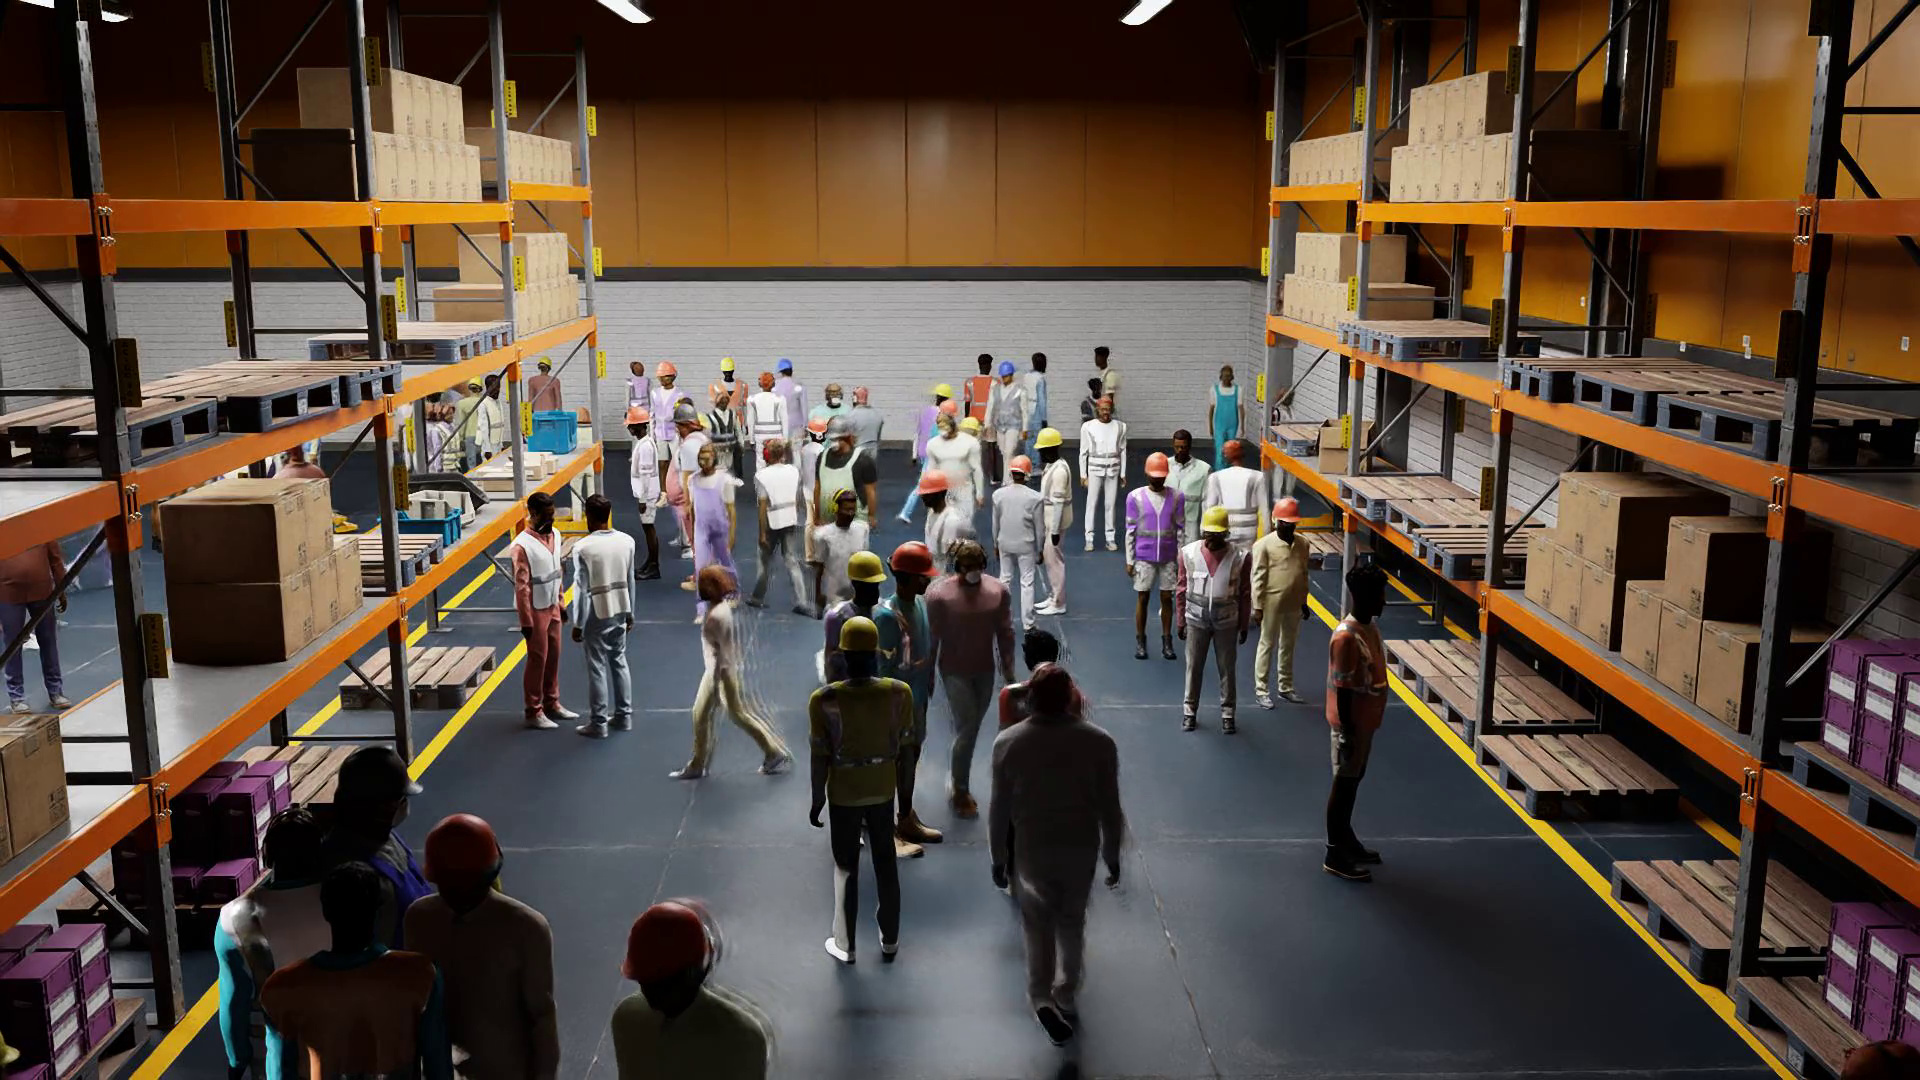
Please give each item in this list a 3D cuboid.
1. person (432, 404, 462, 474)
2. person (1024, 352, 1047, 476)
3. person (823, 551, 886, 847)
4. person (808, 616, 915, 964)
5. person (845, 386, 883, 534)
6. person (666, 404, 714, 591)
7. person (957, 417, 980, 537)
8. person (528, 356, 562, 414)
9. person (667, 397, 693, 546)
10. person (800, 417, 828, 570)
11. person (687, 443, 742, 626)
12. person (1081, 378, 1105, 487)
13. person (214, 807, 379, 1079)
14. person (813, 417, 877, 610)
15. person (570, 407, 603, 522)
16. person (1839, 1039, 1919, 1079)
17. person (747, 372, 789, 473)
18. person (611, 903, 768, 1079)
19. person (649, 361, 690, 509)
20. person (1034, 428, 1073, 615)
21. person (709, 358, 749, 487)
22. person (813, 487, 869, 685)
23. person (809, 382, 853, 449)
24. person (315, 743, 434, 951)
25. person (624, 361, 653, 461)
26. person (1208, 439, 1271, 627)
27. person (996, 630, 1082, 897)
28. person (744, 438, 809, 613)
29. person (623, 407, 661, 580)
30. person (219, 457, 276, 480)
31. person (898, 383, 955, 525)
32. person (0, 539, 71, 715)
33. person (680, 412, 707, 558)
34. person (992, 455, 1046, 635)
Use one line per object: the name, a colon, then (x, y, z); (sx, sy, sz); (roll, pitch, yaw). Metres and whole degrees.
person: (-6.555, -0.927, 21.290); (0.312, 1.639, 0.518); (3, 12, 15)
person: (1.163, -1.947, 25.714); (0.383, 1.916, 0.599); (-5, 12, -22)
person: (-0.622, 1.014, 10.830); (0.370, 1.928, 0.585); (10, 15, 42)
person: (-0.542, 1.361, 9.090); (0.594, 1.926, 0.366); (-4, 12, -19)
person: (-1.258, -0.997, 20.992); (0.402, 1.899, 0.665); (10, 15, 40)
person: (-2.914, -0.487, 18.072); (0.543, 2.000, 0.694); (1, 11, 7)
person: (-0.038, -0.571, 19.315); (0.434, 1.724, 0.638); (8, 14, 36)
person: (-6.666, -2.077, 26.783); (0.532, 1.754, 0.342); (0, 11, -2)
person: (-3.359, -0.820, 20.303); (0.455, 1.823, 0.625); (2, 12, 11)
person: (-1.609, -0.534, 19.032); (0.325, 1.752, 0.559); (-7, 13, -31)
person: (-2.466, -0.101, 16.742); (0.515, 1.814, 0.920); (3, 12, 13)
person: (1.959, -1.568, 24.438); (0.564, 1.656, 0.460); (-10, 15, -41)
person: (-2.532, 1.927, 6.470); (0.634, 1.842, 0.429); (-7, 13, -32)
person: (-1.165, -0.351, 17.394); (0.691, 2.000, 0.985); (7, 13, 31)
person: (-4.764, -0.868, 21.038); (0.513, 1.621, 0.296); (-6, 13, -29)
person: (2.559, 2.263, 4.810); (1.019, 1.819, 0.617); (7, 13, 32)
person: (-2.637, -1.378, 22.943); (0.573, 1.883, 0.356); (2, 11, 8)
person: (-0.838, 2.070, 5.490); (0.603, 1.953, 0.988); (4, 12, 20)
person: (-3.985, -1.424, 22.768); (0.608, 2.044, 0.377); (4, 12, 20)
person: (0.943, -0.190, 16.904); (0.408, 1.915, 0.598); (-1, 11, -3)
person: (-3.413, -1.742, 24.650); (0.594, 1.925, 0.368); (-3, 12, -15)
person: (-1.004, 0.446, 13.927); (0.513, 1.841, 0.771); (-8, 14, -36)
person: (-1.594, -1.044, 21.154); (0.632, 1.932, 0.369); (-2, 11, -11)
person: (-2.305, 1.786, 6.678); (0.535, 2.000, 0.683); (-2, 12, -12)
person: (-5.233, -2.093, 27.125); (0.521, 1.645, 0.306); (-8, 14, -35)
person: (2.750, -0.066, 16.411); (0.632, 1.863, 0.428); (5, 12, 23)
person: (0.431, 1.339, 9.823); (0.550, 1.674, 0.668); (-4, 12, -17)
person: (-1.857, -0.148, 16.985); (0.578, 1.805, 0.887); (-11, 16, -43)
person: (-3.532, -0.520, 18.518); (0.385, 1.931, 0.544); (-2, 12, -12)
person: (-7.405, -0.248, 17.385); (0.563, 1.837, 0.389); (-3, 12, -17)
person: (-0.408, -1.120, 21.770); (1.040, 1.849, 0.596); (-8, 14, -34)
person: (-7.619, 0.443, 13.558); (0.614, 1.987, 0.408); (-10, 15, -42)
person: (-3.157, -0.657, 19.707); (0.361, 1.735, 0.486); (-2, 11, -9)
person: (0.579, 0.042, 16.176); (0.563, 1.742, 0.360); (6, 13, 26)
